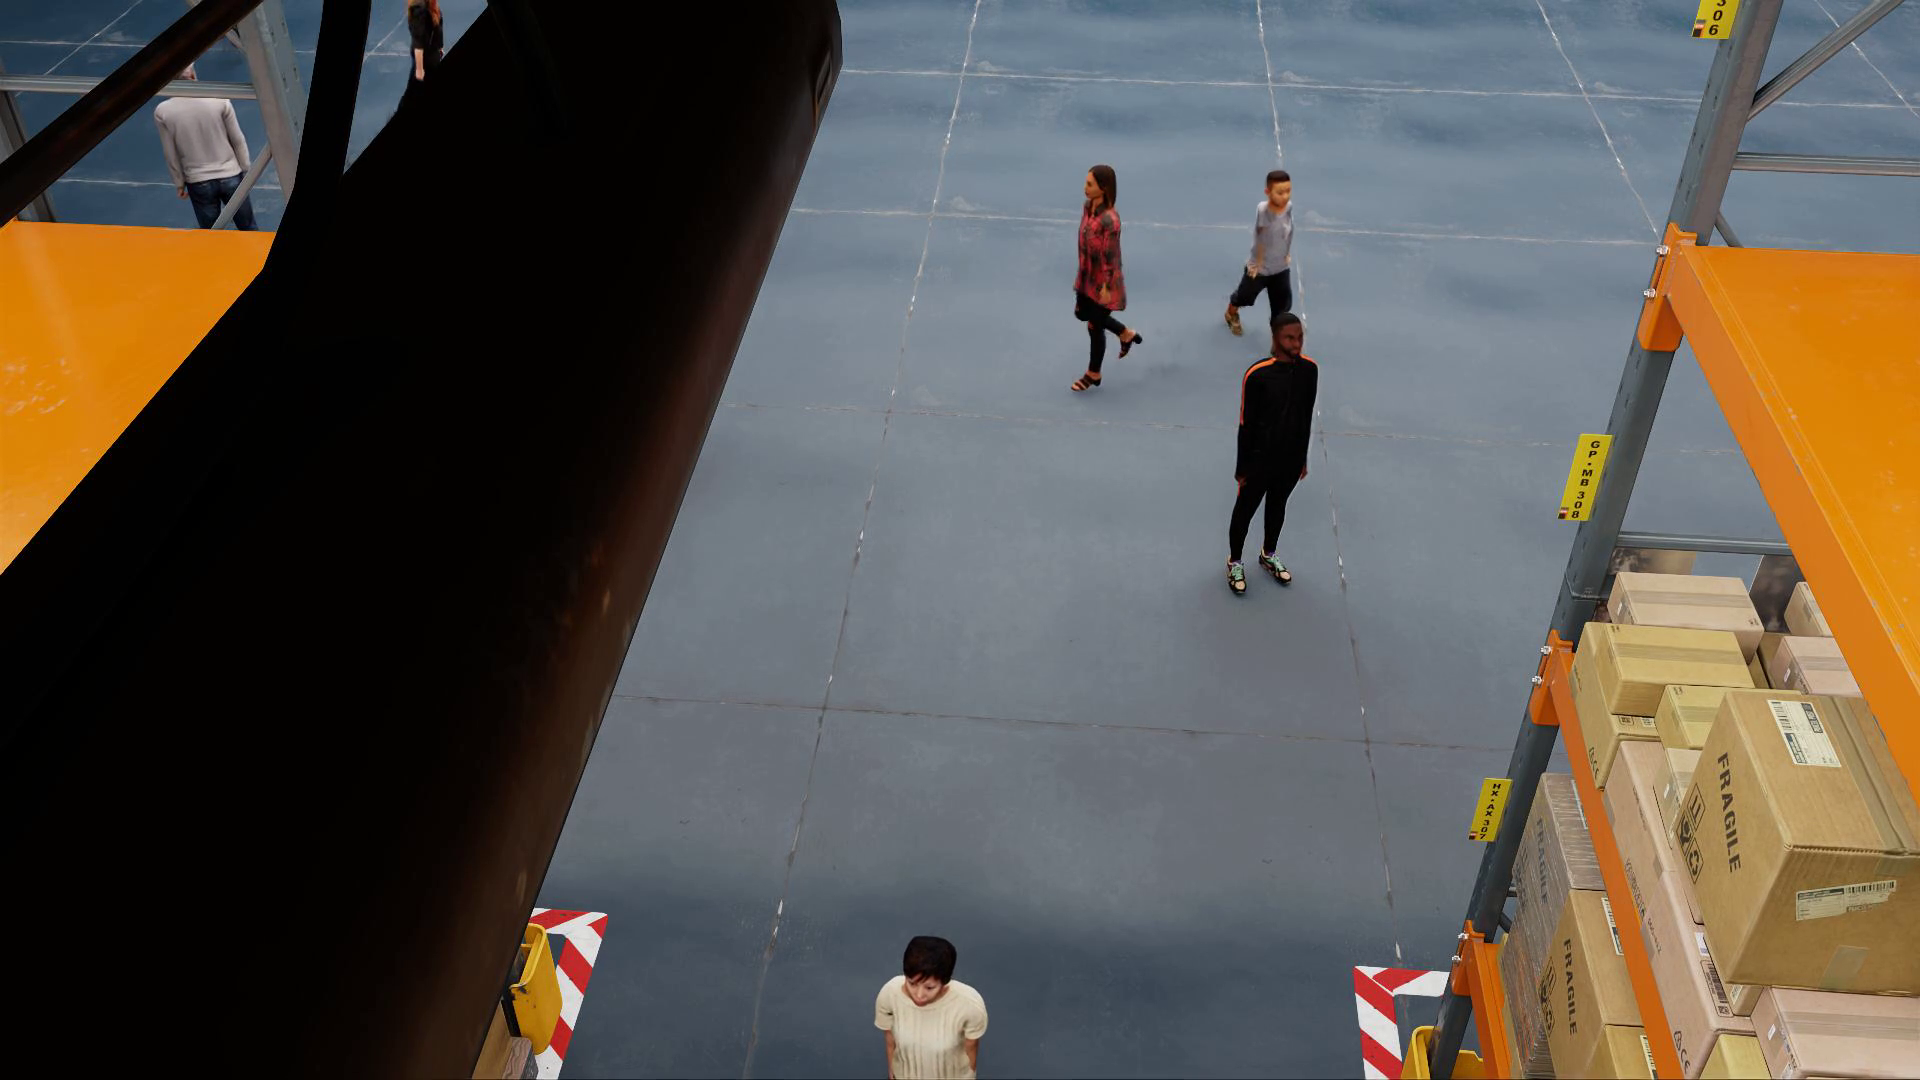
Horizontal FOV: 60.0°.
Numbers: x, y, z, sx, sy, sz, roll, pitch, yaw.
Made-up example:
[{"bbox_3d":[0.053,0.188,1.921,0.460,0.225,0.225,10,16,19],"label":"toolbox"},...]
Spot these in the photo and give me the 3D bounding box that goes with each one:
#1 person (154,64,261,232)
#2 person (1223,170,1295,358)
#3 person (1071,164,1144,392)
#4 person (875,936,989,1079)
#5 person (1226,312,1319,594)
[{"bbox_3d":[-5.541,-2.672,12.368,0.829,1.903,0.823,-16,41,-19],"label":"person"},{"bbox_3d":[2.171,-2.057,11.968,0.893,1.427,1.100,-14,40,-18],"label":"person"},{"bbox_3d":[1.035,-1.798,11.423,0.875,1.692,0.867,-14,40,-17],"label":"person"},{"bbox_3d":[-0.102,2.092,6.538,0.604,1.584,0.512,7,39,9],"label":"person"},{"bbox_3d":[1.815,-0.514,9.687,0.691,1.808,0.666,-11,39,-14],"label":"person"}]
